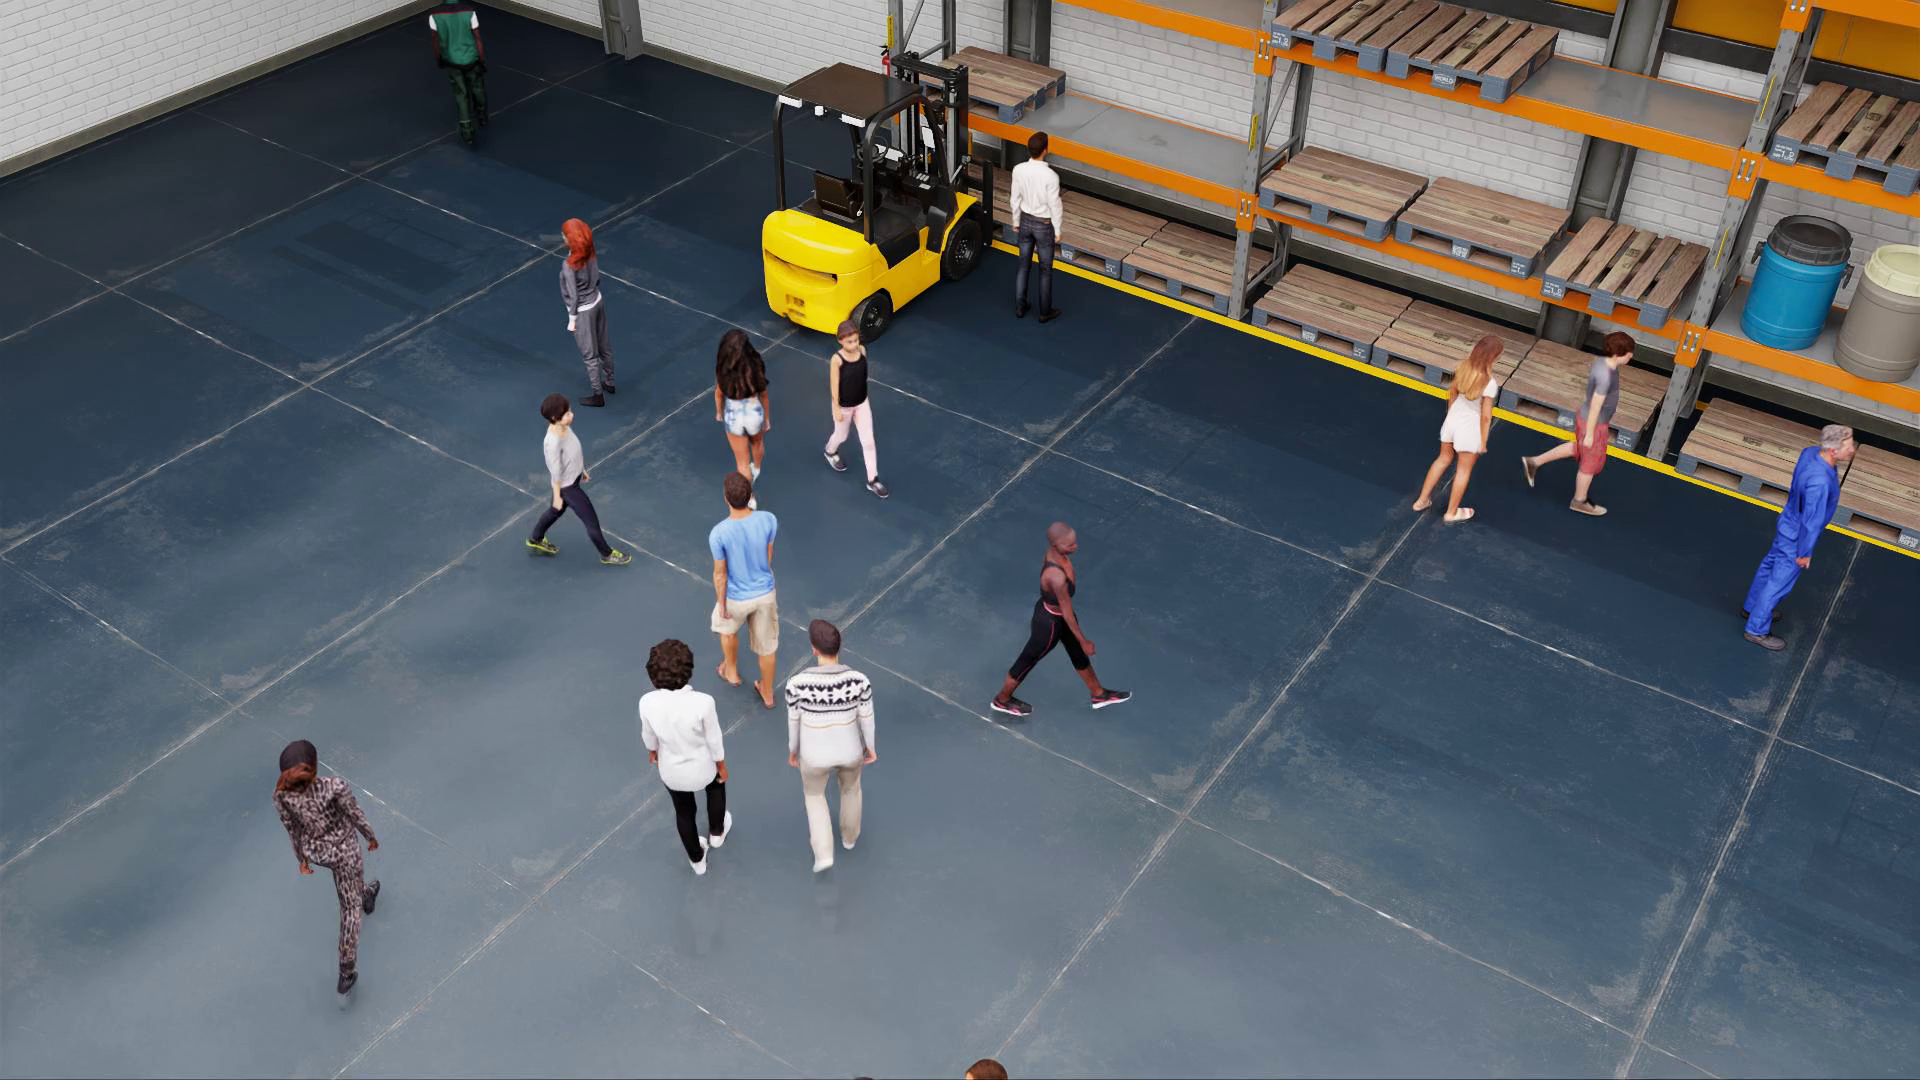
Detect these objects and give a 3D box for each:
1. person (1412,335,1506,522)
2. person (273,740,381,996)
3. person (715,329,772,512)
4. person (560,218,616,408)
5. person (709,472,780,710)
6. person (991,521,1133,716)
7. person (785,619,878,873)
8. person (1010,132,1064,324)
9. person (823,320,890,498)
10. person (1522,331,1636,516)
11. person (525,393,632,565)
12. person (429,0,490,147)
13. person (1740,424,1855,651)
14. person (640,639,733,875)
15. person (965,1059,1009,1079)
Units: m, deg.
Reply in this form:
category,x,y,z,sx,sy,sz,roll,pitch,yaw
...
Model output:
category,x,y,z,sx,sy,sz,roll,pitch,yaw
person,3.928,-0.882,13.003,0.811,1.704,0.754,-19,42,-22
person,-3.619,1.868,9.585,1.144,1.672,1.107,-1,39,-2
person,-1.685,-0.879,13.081,0.836,1.602,0.942,-12,40,-15
person,-3.208,-1.964,14.295,0.580,1.782,0.621,14,41,17
person,-1.397,0.411,11.272,0.866,1.844,0.945,-16,41,-19
person,0.506,0.588,11.161,1.267,1.706,1.012,2,39,3
person,-0.783,1.333,10.129,0.961,1.830,1.022,-7,39,-8
person,0.709,-2.887,15.380,0.497,1.871,0.738,20,43,23
person,-0.929,-1.123,13.441,0.756,1.535,1.089,-26,45,-28
person,4.907,-0.938,13.129,1.011,1.635,0.705,15,41,18
person,-3.061,-0.442,12.601,1.123,1.518,0.951,0,39,0
person,-5.530,-5.262,18.412,1.147,1.799,1.210,-6,39,-8
person,5.971,-0.060,11.873,0.677,1.829,0.775,11,40,13
person,-1.659,1.389,10.085,0.834,1.798,0.897,0,39,0
person,0.147,3.050,8.098,0.767,1.682,0.665,-13,41,-16
